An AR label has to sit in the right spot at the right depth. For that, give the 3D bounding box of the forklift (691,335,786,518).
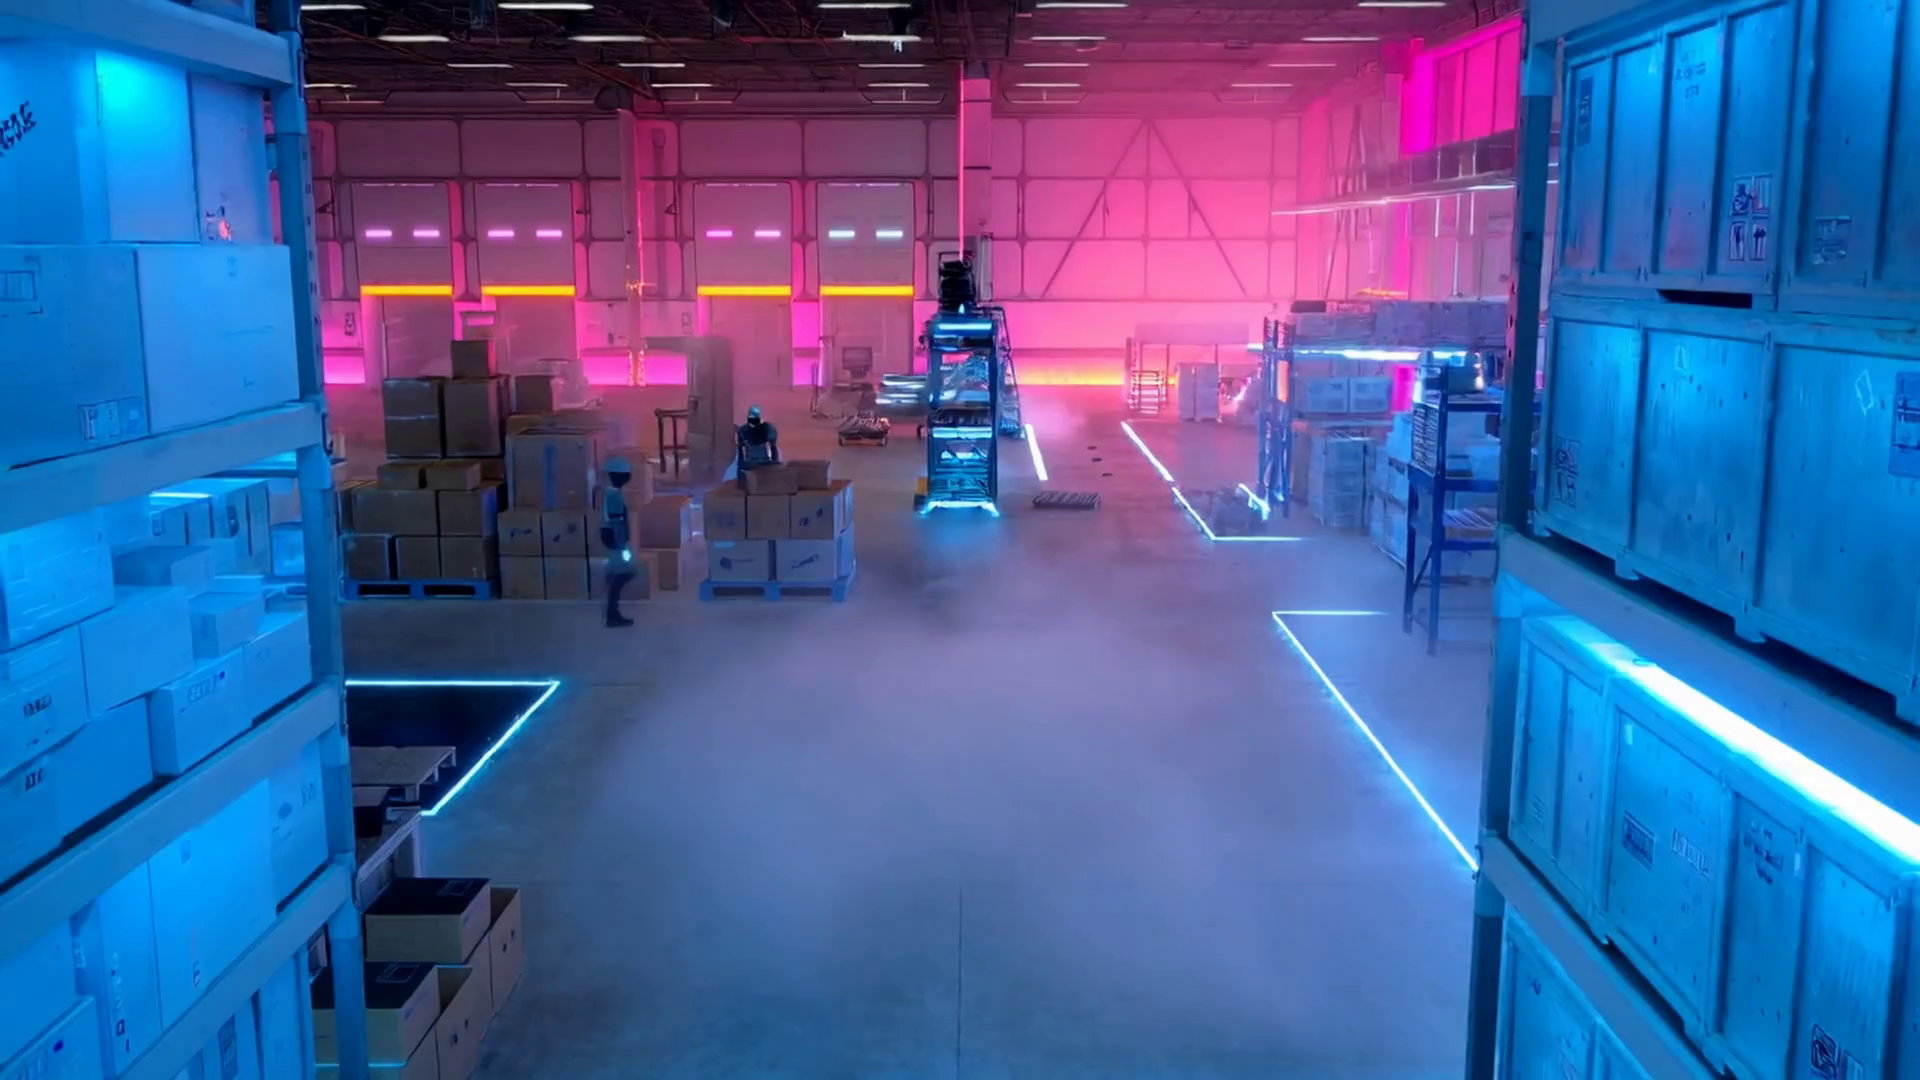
[{"bbox_3d":[-3.780,-1.824,26.224,1.873,2.768,1.129,-4,11,-24],"label":"forklift"}]

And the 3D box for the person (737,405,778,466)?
[{"bbox_3d":[-2.966,-1.025,24.373,0.632,1.932,0.366,3,10,16],"label":"person"}]

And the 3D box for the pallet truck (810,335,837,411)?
[{"bbox_3d":[-3.021,-4.312,43.126,1.885,1.965,0.823,3,10,17],"label":"pallet truck"}]

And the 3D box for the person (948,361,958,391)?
[{"bbox_3d":[-0.177,-3.703,40.491,0.380,1.680,0.554,-2,10,-10],"label":"person"}]

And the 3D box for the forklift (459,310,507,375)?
[{"bbox_3d":[-10.776,-3.806,37.658,1.129,2.768,1.873,0,10,1],"label":"forklift"}]

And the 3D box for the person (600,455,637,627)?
[{"bbox_3d":[-3.760,0.025,18.342,0.419,1.922,0.547,-2,10,-13],"label":"person"}]
